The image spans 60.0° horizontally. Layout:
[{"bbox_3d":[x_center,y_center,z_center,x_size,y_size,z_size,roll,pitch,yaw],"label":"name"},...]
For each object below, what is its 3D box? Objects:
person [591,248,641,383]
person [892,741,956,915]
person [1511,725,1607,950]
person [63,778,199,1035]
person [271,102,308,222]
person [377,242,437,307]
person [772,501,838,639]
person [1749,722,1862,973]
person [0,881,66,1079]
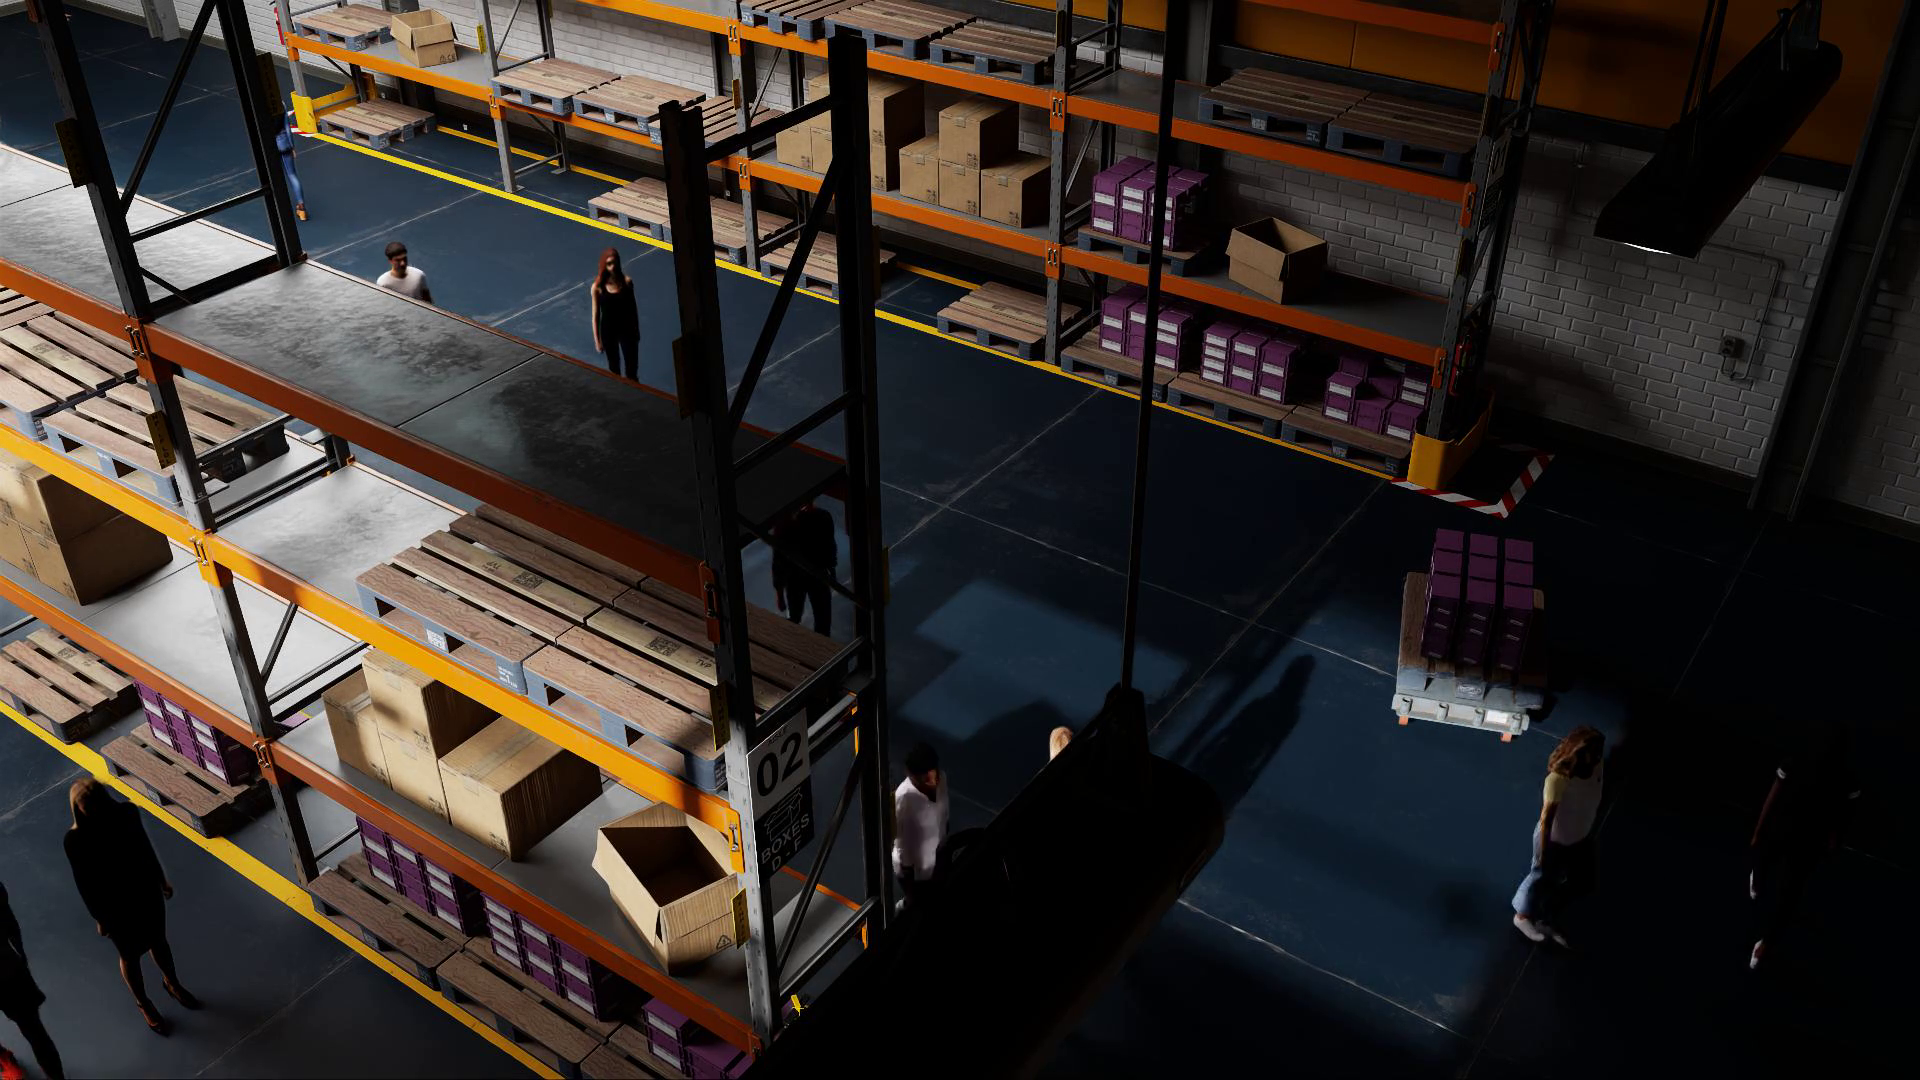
[{"bbox_3d":[-3.232,-1.957,15.655,1.063,1.683,1.202,-10,35,-14],"label":"person"},{"bbox_3d":[-0.272,1.851,9.828,0.811,1.789,0.676,21,39,29],"label":"person"},{"bbox_3d":[3.559,1.748,10.056,0.747,1.710,0.780,-20,39,-27],"label":"person"},{"bbox_3d":[-4.728,2.064,9.459,0.544,1.843,0.606,19,38,26],"label":"person"},{"bbox_3d":[-8.041,-4.572,19.563,0.643,1.710,0.606,-25,41,-32],"label":"person"},{"bbox_3d":[-5.264,-2.069,15.809,0.802,1.699,0.940,-23,40,-31],"label":"person"},{"bbox_3d":[-1.170,0.265,12.267,1.088,1.731,1.252,-12,35,-17],"label":"person"},{"bbox_3d":[4.973,1.849,9.922,1.058,1.689,0.747,17,37,24],"label":"person"},{"bbox_3d":[-5.331,2.367,9.041,1.185,1.802,0.703,25,41,32],"label":"person"}]
